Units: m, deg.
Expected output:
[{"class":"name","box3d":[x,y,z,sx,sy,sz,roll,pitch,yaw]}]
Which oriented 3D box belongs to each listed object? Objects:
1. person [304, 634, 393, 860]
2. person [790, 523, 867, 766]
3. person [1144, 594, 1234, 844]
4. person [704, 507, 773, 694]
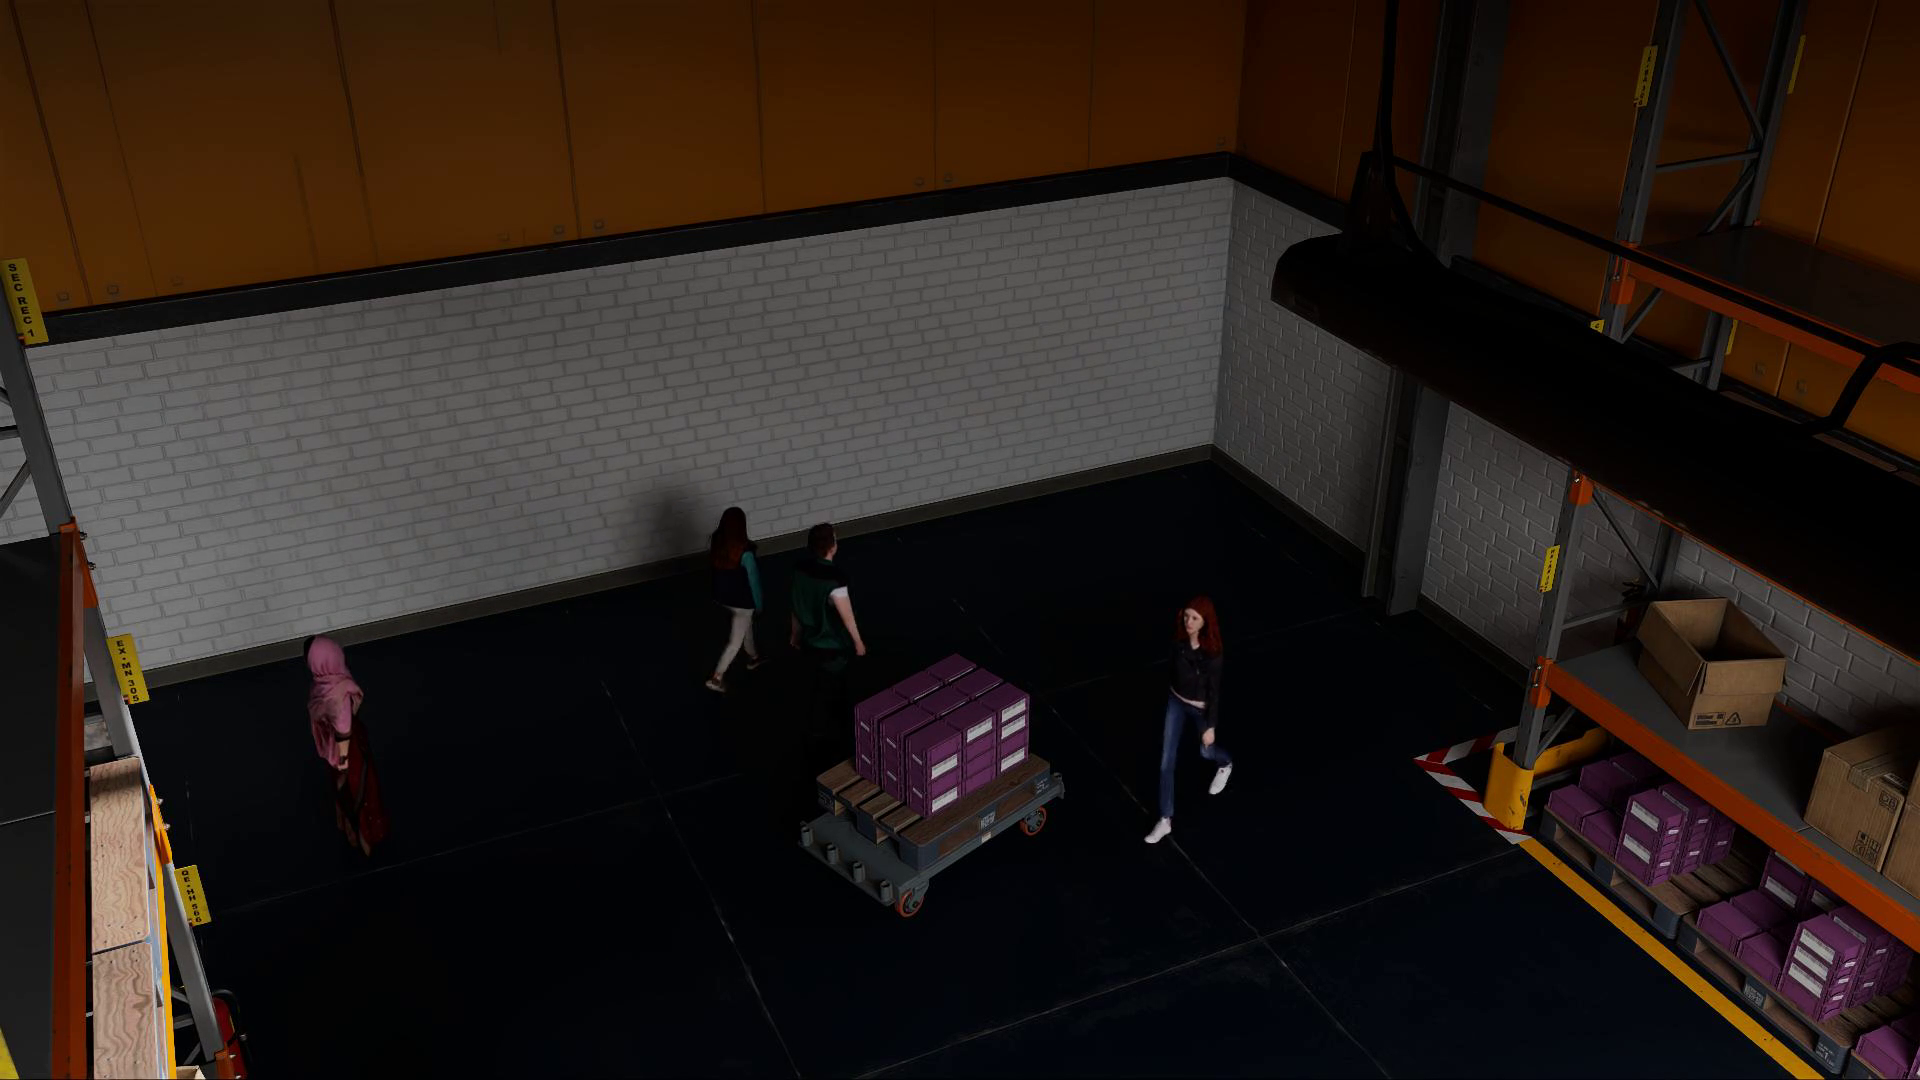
[{"class":"person","box3d":[-4.007,1.305,10.833,0.732,1.637,0.554,-10,30,-18]},{"class":"person","box3d":[-0.996,0.761,11.641,0.921,1.817,0.988,-24,37,-37]},{"class":"person","box3d":[1.598,1.126,11.045,1.207,1.747,1.027,20,34,32]},{"class":"person","box3d":[-1.731,0.469,12.536,0.990,1.472,0.892,22,36,35]}]
